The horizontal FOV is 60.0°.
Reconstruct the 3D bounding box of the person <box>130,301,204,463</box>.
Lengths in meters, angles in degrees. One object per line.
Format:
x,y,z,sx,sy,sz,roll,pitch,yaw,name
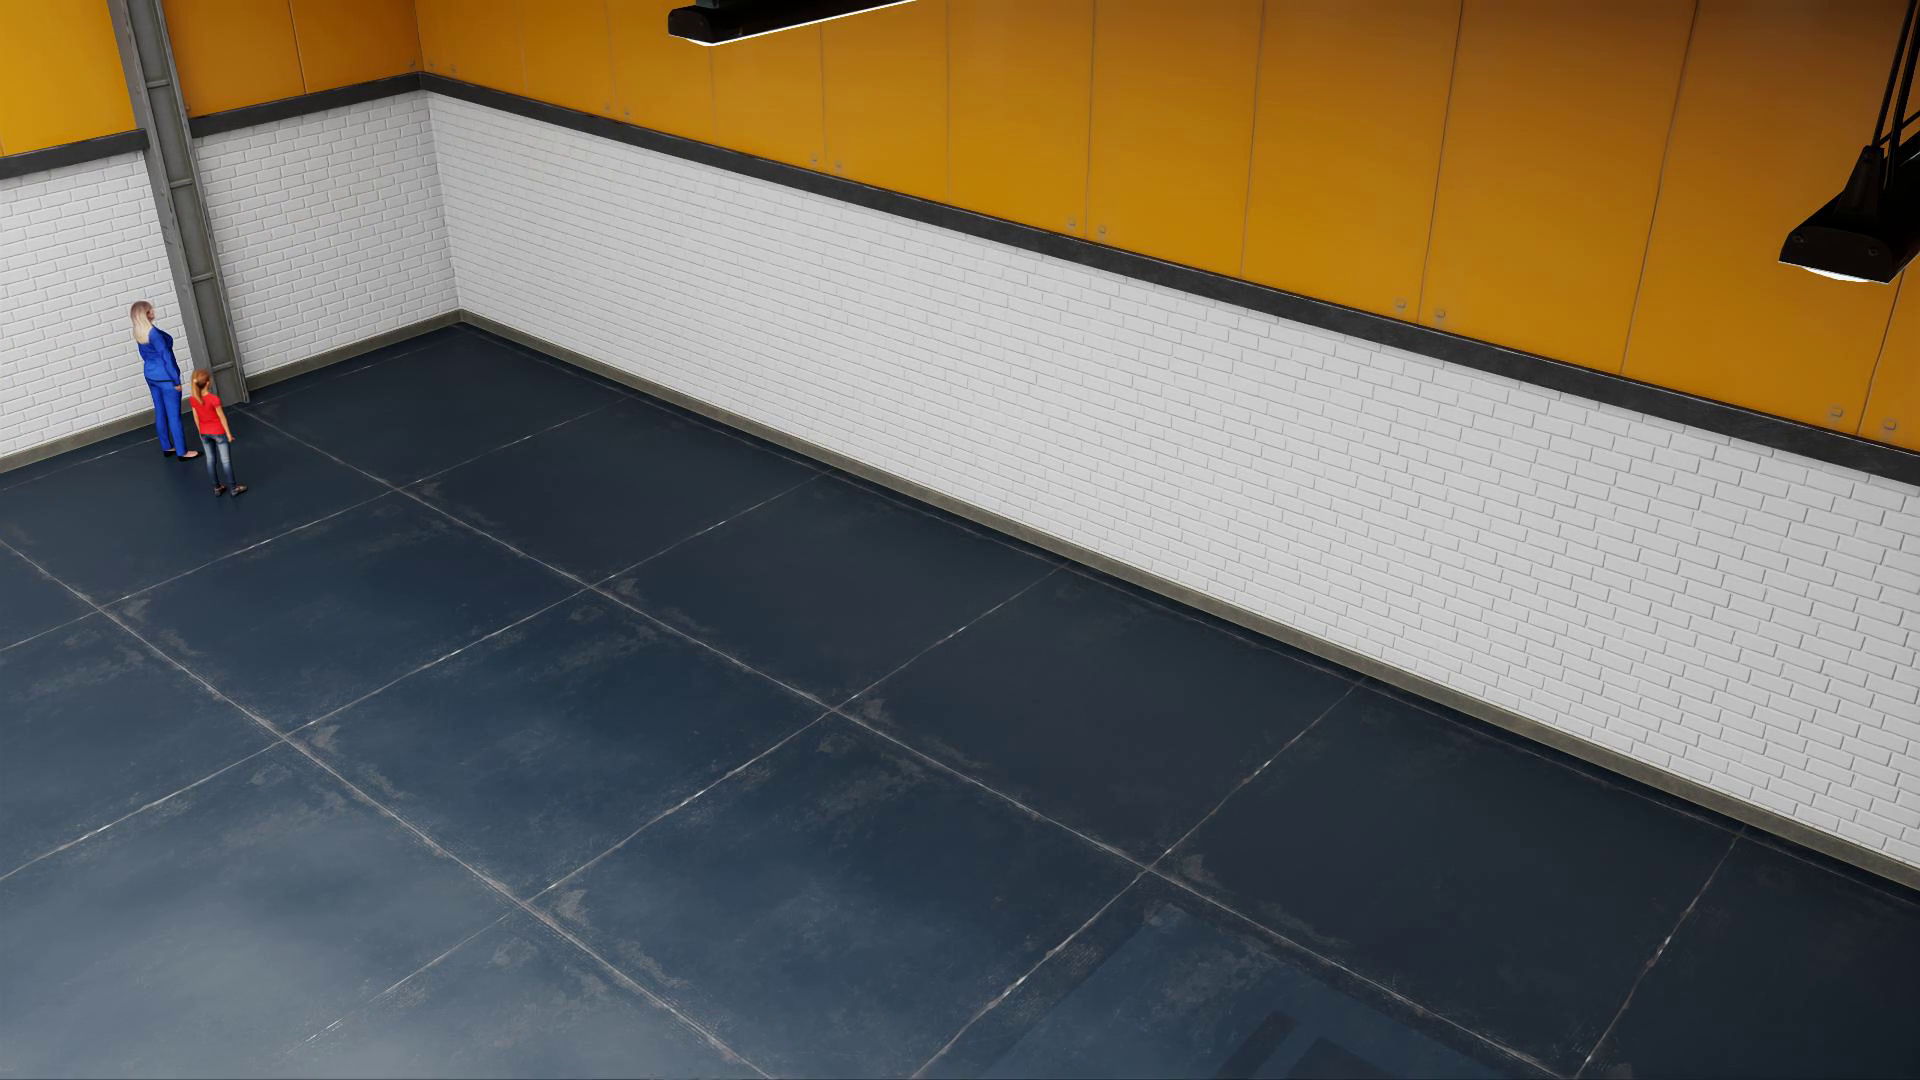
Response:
-8.061,-1.611,16.779,0.635,1.701,0.581,18,33,29,person

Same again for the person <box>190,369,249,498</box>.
-7.248,-1.034,16.131,0.571,1.310,0.611,5,29,9,person
